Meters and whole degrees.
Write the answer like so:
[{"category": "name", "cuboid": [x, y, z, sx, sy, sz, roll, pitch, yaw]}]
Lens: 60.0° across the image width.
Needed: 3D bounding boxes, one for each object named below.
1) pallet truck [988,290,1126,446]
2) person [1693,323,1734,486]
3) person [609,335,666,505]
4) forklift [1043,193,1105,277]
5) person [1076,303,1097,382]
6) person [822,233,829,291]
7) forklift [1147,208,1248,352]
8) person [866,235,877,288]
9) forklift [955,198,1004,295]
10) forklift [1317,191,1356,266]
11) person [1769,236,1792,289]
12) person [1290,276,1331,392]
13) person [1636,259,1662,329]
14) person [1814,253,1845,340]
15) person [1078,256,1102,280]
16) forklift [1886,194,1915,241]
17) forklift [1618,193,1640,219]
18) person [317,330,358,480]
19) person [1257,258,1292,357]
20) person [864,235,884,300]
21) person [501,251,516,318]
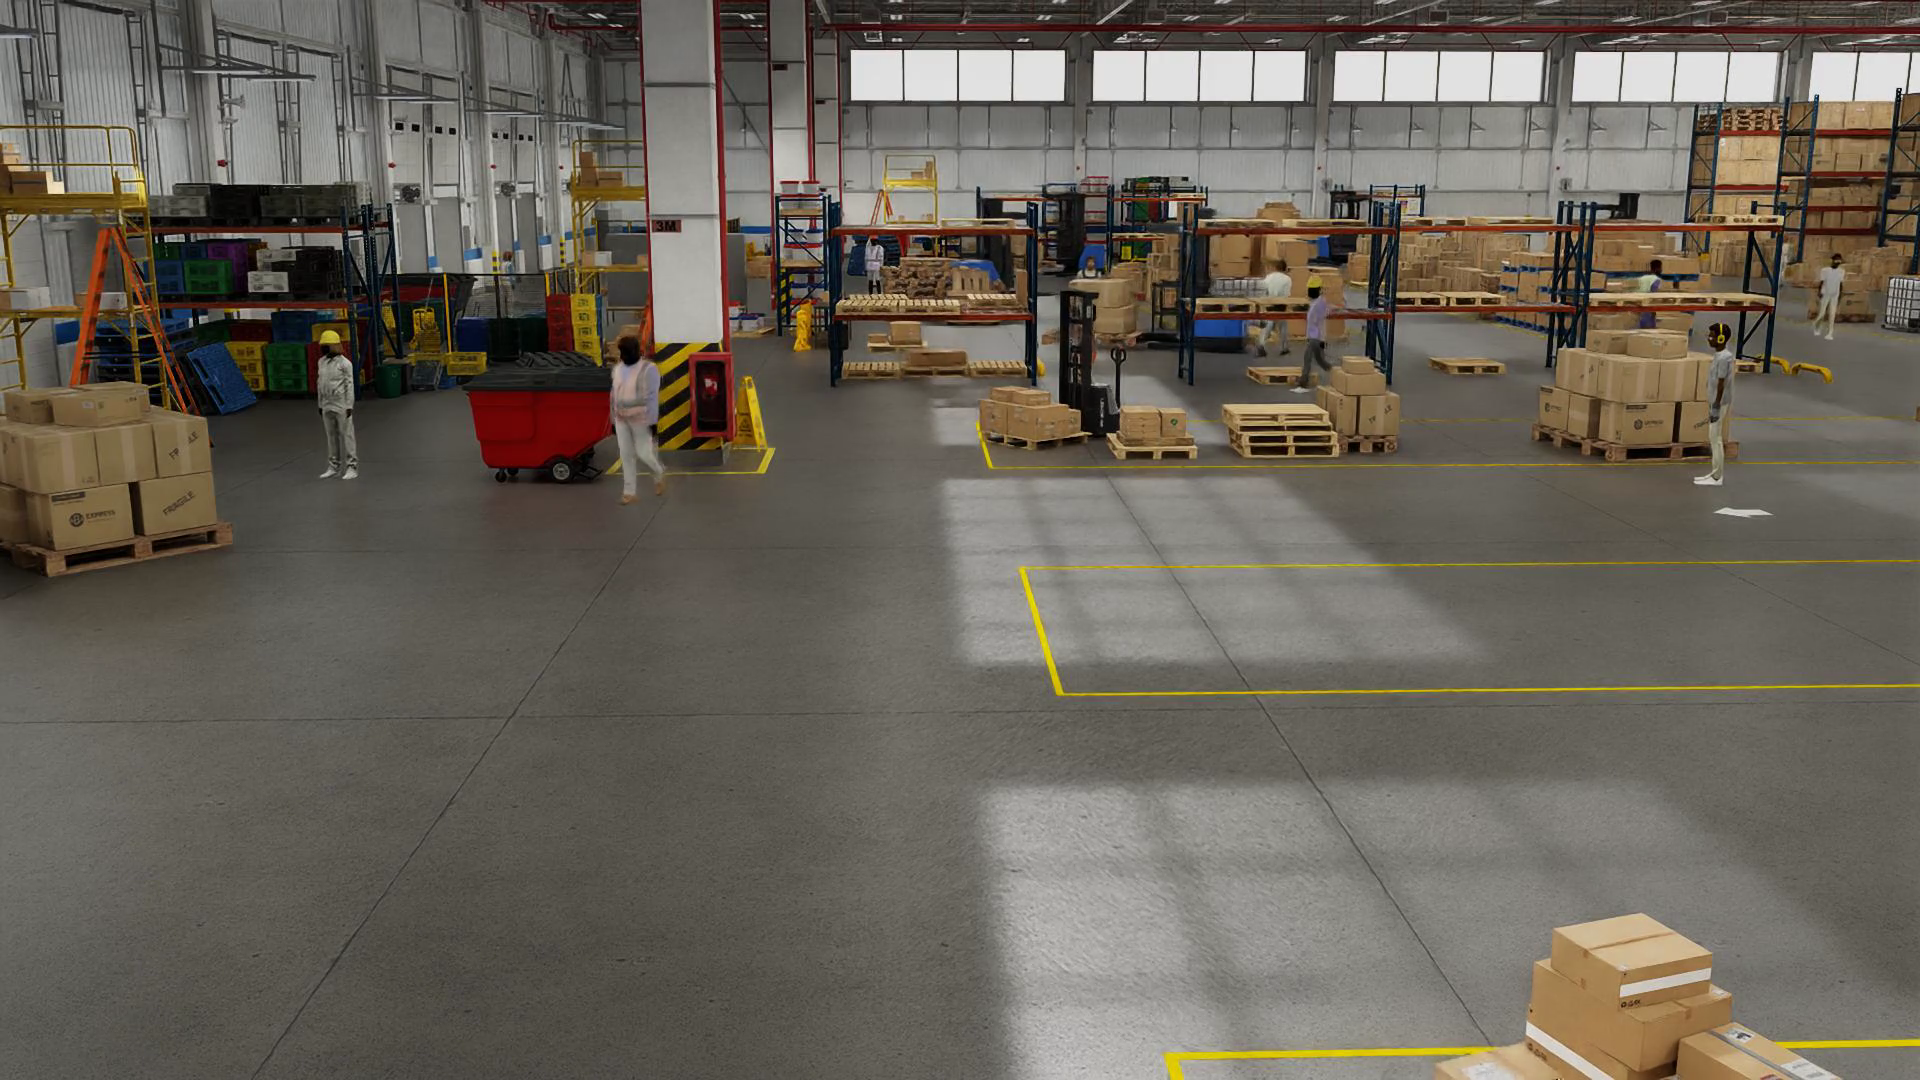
[{"category": "pallet truck", "cuboid": [1.257, -2.299, 22.111, 1.885, 1.965, 0.823, -9, 15, -35]}, {"category": "person", "cuboid": [8.643, -1.542, 19.020, 0.328, 1.861, 0.503, 4, 13, 19]}, {"category": "person", "cuboid": [-3.504, -1.295, 17.954, 0.648, 1.831, 0.540, 6, 14, 26]}, {"category": "forklift", "cuboid": [3.945, -10.411, 56.727, 1.873, 2.768, 1.129, -5, 14, -22]}, {"category": "person", "cuboid": [1.821, -2.576, 24.069, 0.322, 1.690, 0.534, 0, 12, -1]}, {"category": "person", "cuboid": [-3.524, -7.248, 44.591, 0.358, 1.936, 0.552, -7, 14, -28]}, {"category": "forklift", "cuboid": [4.816, -5.243, 33.394, 1.873, 2.768, 1.129, 3, 13, 15]}, {"category": "person", "cuboid": [-2.740, -8.739, 51.457, 0.338, 1.877, 0.573, -2, 13, -9]}, {"category": "forklift", "cuboid": [0.884, -8.174, 46.626, 1.873, 2.768, 1.129, -4, 13, -18]}, {"category": "forklift", "cuboid": [14.584, -11.932, 63.592, 1.129, 2.768, 1.873, -3, 13, -13]}, {"category": "person", "cuboid": [25.243, -8.542, 51.156, 0.612, 1.605, 0.592, 2, 13, 10]}, {"category": "person", "cuboid": [5.854, -3.345, 27.072, 0.848, 1.901, 0.597, 0, 12, -2]}, {"category": "person", "cuboid": [13.475, -4.582, 32.705, 0.934, 1.884, 0.589, 0, 12, -1]}, {"category": "person", "cuboid": [18.642, -5.229, 35.687, 0.546, 1.845, 0.631, 2, 13, 7]}, {"category": "person", "cuboid": [2.722, -5.008, 34.731, 0.541, 1.822, 0.759, -1, 13, -5]}, {"category": "forklift", "cuboid": [31.219, -10.035, 55.028, 1.129, 2.768, 1.873, 0, 12, -2]}, {"category": "forklift", "cuboid": [23.129, -10.624, 57.689, 1.873, 2.768, 1.129, 0, 12, -2]}, {"category": "person", "cuboid": [-7.298, -1.576, 19.423, 0.487, 1.746, 0.290, 5, 13, 20]}, {"category": "person", "cuboid": [6.132, -4.505, 32.286, 0.637, 1.907, 0.931, 12, 17, 43]}, {"category": "person", "cuboid": [-2.342, -7.365, 45.149, 0.562, 1.940, 0.445, 5, 13, 21]}, {"category": "person", "cuboid": [-11.078, -6.255, 40.811, 0.323, 1.632, 0.524, -9, 15, -35]}]
